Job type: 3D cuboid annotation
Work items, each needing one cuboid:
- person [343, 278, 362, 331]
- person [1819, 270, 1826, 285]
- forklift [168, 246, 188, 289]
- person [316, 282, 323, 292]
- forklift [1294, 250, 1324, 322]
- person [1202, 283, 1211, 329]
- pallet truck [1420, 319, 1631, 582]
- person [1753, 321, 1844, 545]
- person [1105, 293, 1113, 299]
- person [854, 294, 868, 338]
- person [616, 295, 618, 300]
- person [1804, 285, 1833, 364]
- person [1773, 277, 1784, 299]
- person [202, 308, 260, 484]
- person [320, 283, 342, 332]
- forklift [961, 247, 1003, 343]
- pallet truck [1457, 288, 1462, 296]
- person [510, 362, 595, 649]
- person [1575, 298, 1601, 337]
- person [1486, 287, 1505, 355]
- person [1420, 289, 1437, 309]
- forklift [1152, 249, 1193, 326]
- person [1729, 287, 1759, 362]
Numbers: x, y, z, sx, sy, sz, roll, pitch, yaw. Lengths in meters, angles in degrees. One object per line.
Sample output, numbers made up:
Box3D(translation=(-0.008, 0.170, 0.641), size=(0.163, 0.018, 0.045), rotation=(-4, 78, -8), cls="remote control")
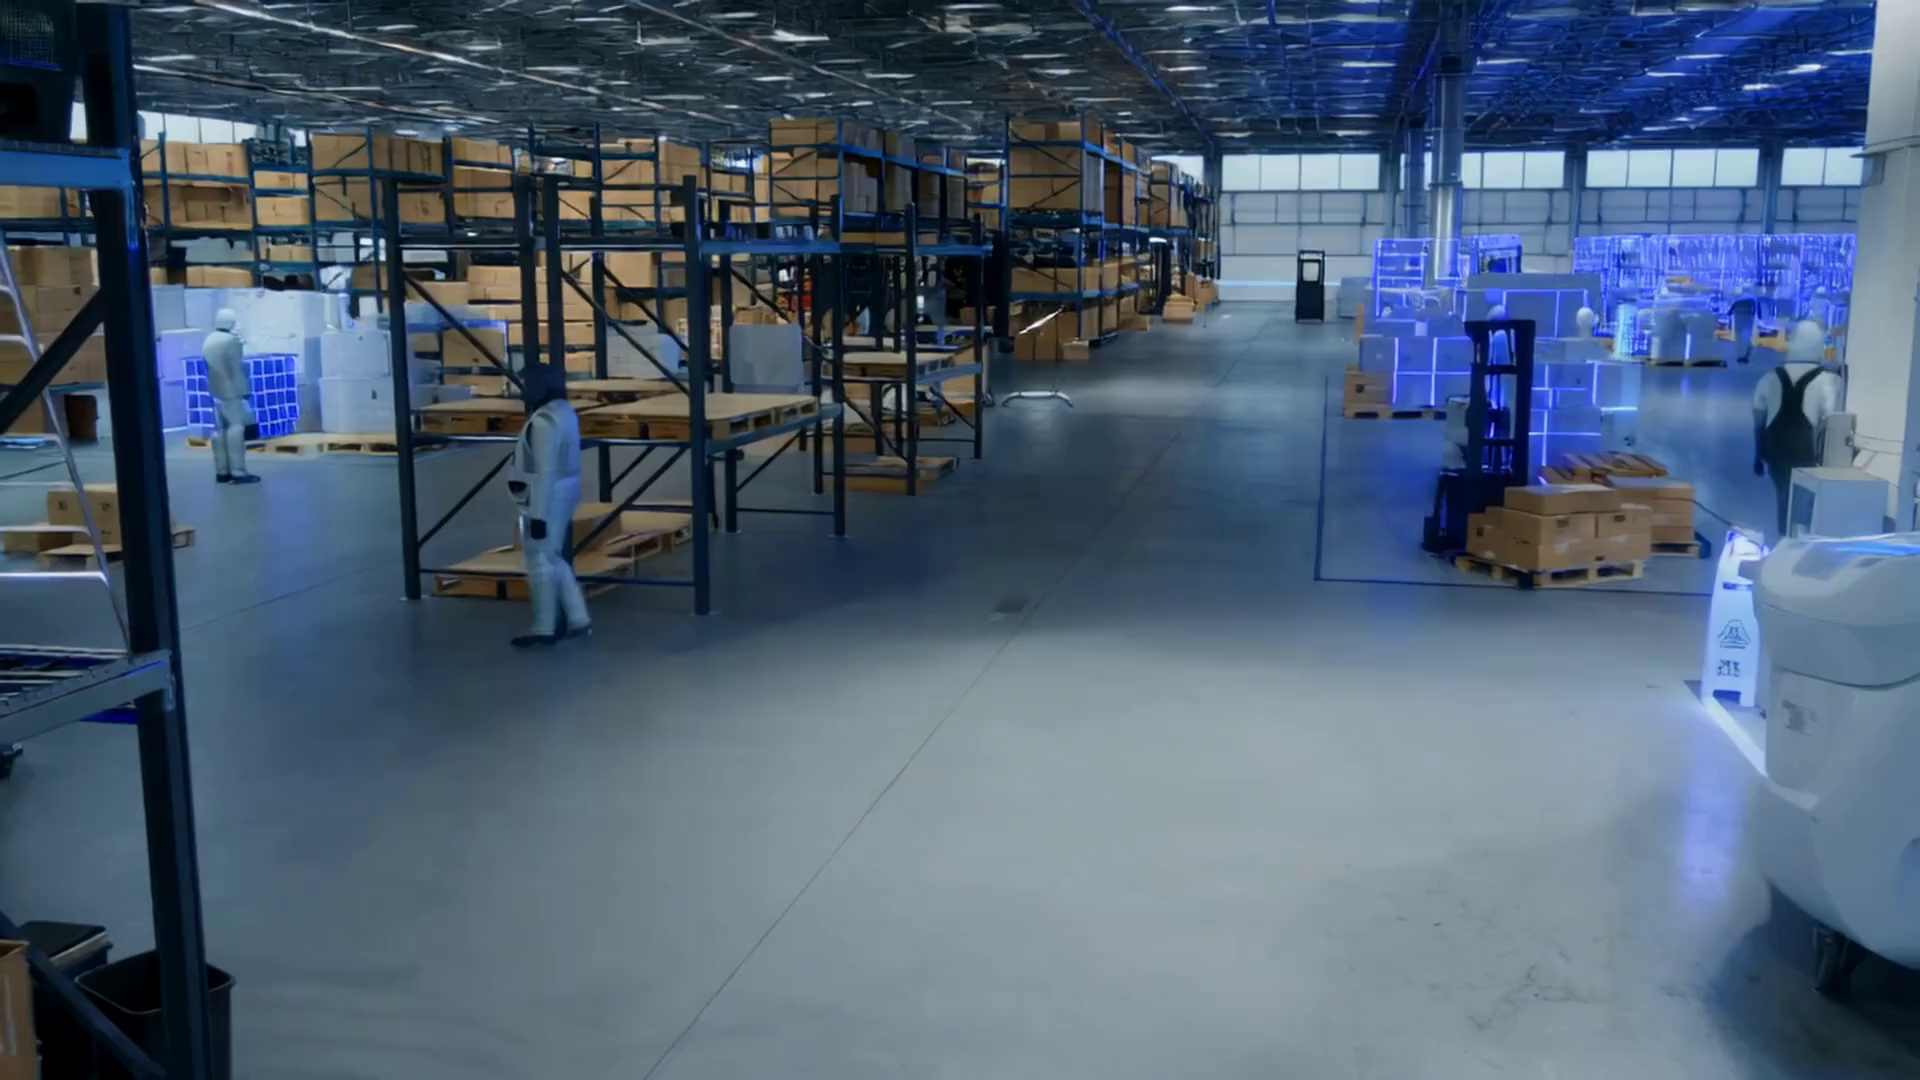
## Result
Box3D(translation=(-15.791, -5.807, 43.284), size=(0.421, 1.982, 0.624), rotation=(-4, 10, -20), cls="person")
Box3D(translation=(42.886, -12.477, 82.718), size=(0.392, 1.991, 0.612), rotation=(4, 10, 23), cls="person")
Box3D(translation=(-21.320, -6.635, 45.494), size=(1.873, 2.768, 1.129), rotation=(-6, 11, -32), cls="forklift")
Box3D(translation=(-15.569, -5.331, 40.619), size=(0.591, 1.919, 0.392), rotation=(-2, 10, -12), cls="person")
Box3D(translation=(13.778, -10.002, 65.433), size=(1.129, 2.768, 1.873), rotation=(2, 10, 12), cls="forklift")
Box3D(translation=(8.780, -8.328, 59.207), size=(0.283, 1.633, 0.497), rotation=(0, 10, 2), cls="person")
Box3D(translation=(4.543, -0.757, 13.299), size=(0.823, 1.965, 1.885), rotation=(-4, 10, -22), cls="pallet truck")
Box3D(translation=(6.558, -0.729, 13.006), size=(0.967, 2.000, 0.684), rotation=(-8, 12, -39), cls="person")
Box3D(translation=(5.206, -8.477, 59.269), size=(0.736, 1.913, 0.555), rotation=(2, 10, 9), cls="person")
Box3D(translation=(-2.240, -4.737, 37.754), size=(0.316, 1.695, 0.541), rotation=(0, 10, 2), cls="person")
Box3D(translation=(-8.504, -5.254, 41.014), size=(0.525, 1.631, 0.317), rotation=(1, 10, 4), cls="person")
Box3D(translation=(18.370, -4.492, 35.639), size=(0.542, 1.928, 0.403), rotation=(5, 11, 26), cls="person")
Box3D(translation=(34.388, -10.152, 69.722), size=(0.838, 1.733, 0.531), rotation=(2, 10, 12), cls="person")
Box3D(translation=(-8.093, -1.586, 18.394), size=(0.629, 1.937, 0.378), rotation=(7, 12, 34), cls="person")
Box3D(translation=(-14.590, -4.965, 38.424), size=(0.630, 1.931, 0.366), rotation=(-7, 12, -35), cls="person")
Box3D(translation=(0.716, -7.269, 49.252), size=(1.129, 2.768, 1.873), rotation=(2, 10, 12), cls="forklift")
Box3D(translation=(20.506, -9.785, 68.819), size=(0.653, 1.274, 1.630), rotation=(2, 10, 12), cls="pallet truck")
Box3D(translation=(-2.602, -0.208, 10.551), size=(0.522, 1.834, 0.637), rotation=(0, 10, 0), cls="person")
Box3D(translation=(14.432, -4.783, 38.337), size=(0.863, 1.585, 0.581), rotation=(-1, 10, -4), cls="person")
Box3D(translation=(9.935, -3.722, 30.970), size=(0.375, 1.959, 0.603), rotation=(0, 10, 3), cls="person")
Box3D(translation=(11.517, -5.313, 41.048), size=(0.625, 1.722, 0.624), rotation=(-5, 11, -28), cls="person")
Box3D(translation=(7.646, -9.320, 61.395), size=(1.873, 2.768, 1.129), rotation=(2, 10, 11), cls="forklift")
Box3D(translation=(18.924, -5.197, 40.158), size=(0.622, 1.802, 0.683), rotation=(3, 10, 15), cls="person")
